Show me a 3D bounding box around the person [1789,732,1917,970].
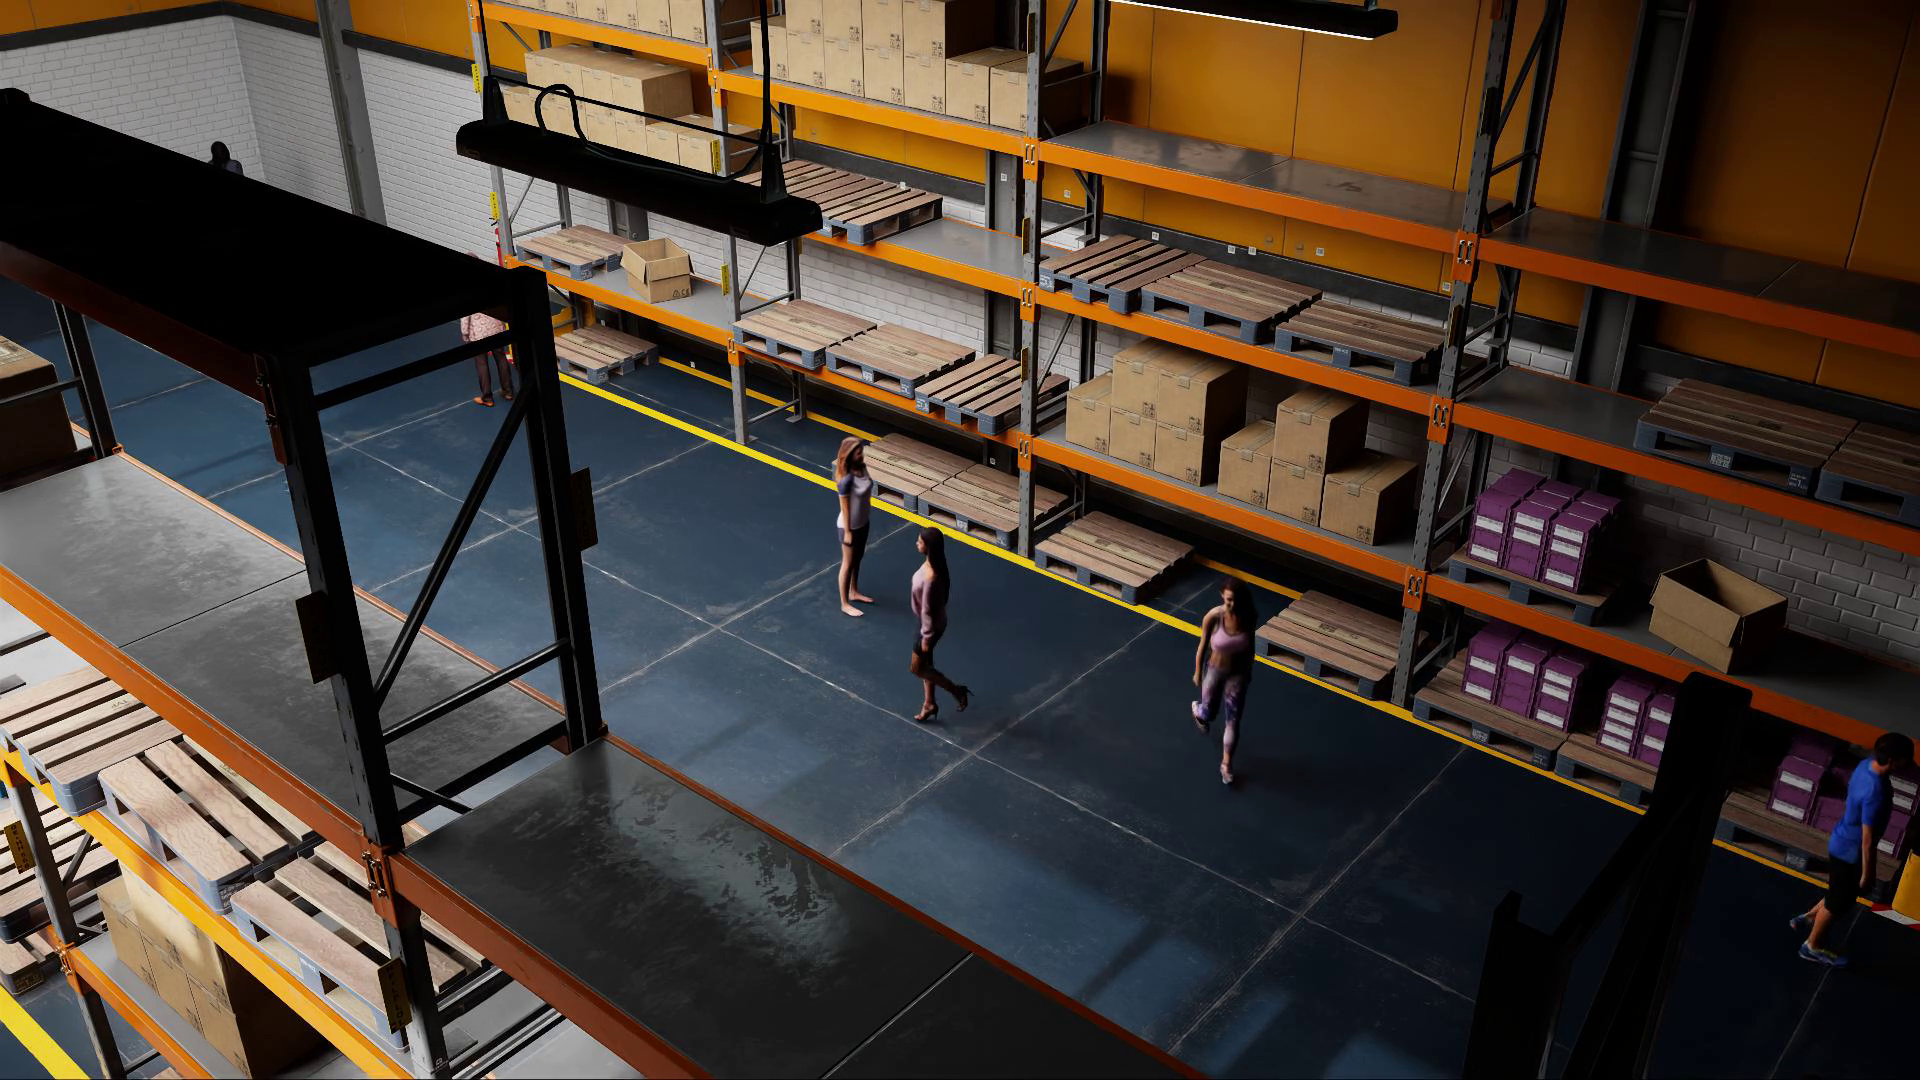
[{"bbox_3d":[5.771,2.010,10.917,0.750,1.853,0.708,12,31,21],"label":"person"}]

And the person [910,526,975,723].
[{"bbox_3d":[-0.153,0.720,13.336,0.905,1.803,0.841,1,29,1],"label":"person"}]

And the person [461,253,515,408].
[{"bbox_3d":[-5.455,-2.425,19.094,0.720,1.808,0.647,-22,36,-35],"label":"person"}]

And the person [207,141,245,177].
[{"bbox_3d":[-10.517,-4.952,23.948,0.790,1.597,0.816,-10,30,-18],"label":"person"}]

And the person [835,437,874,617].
[{"bbox_3d":[-0.968,-0.152,15.009,0.638,1.732,0.653,11,31,20],"label":"person"}]

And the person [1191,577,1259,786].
[{"bbox_3d":[2.031,1.009,12.864,0.998,1.747,1.058,-4,29,-7],"label":"person"}]
